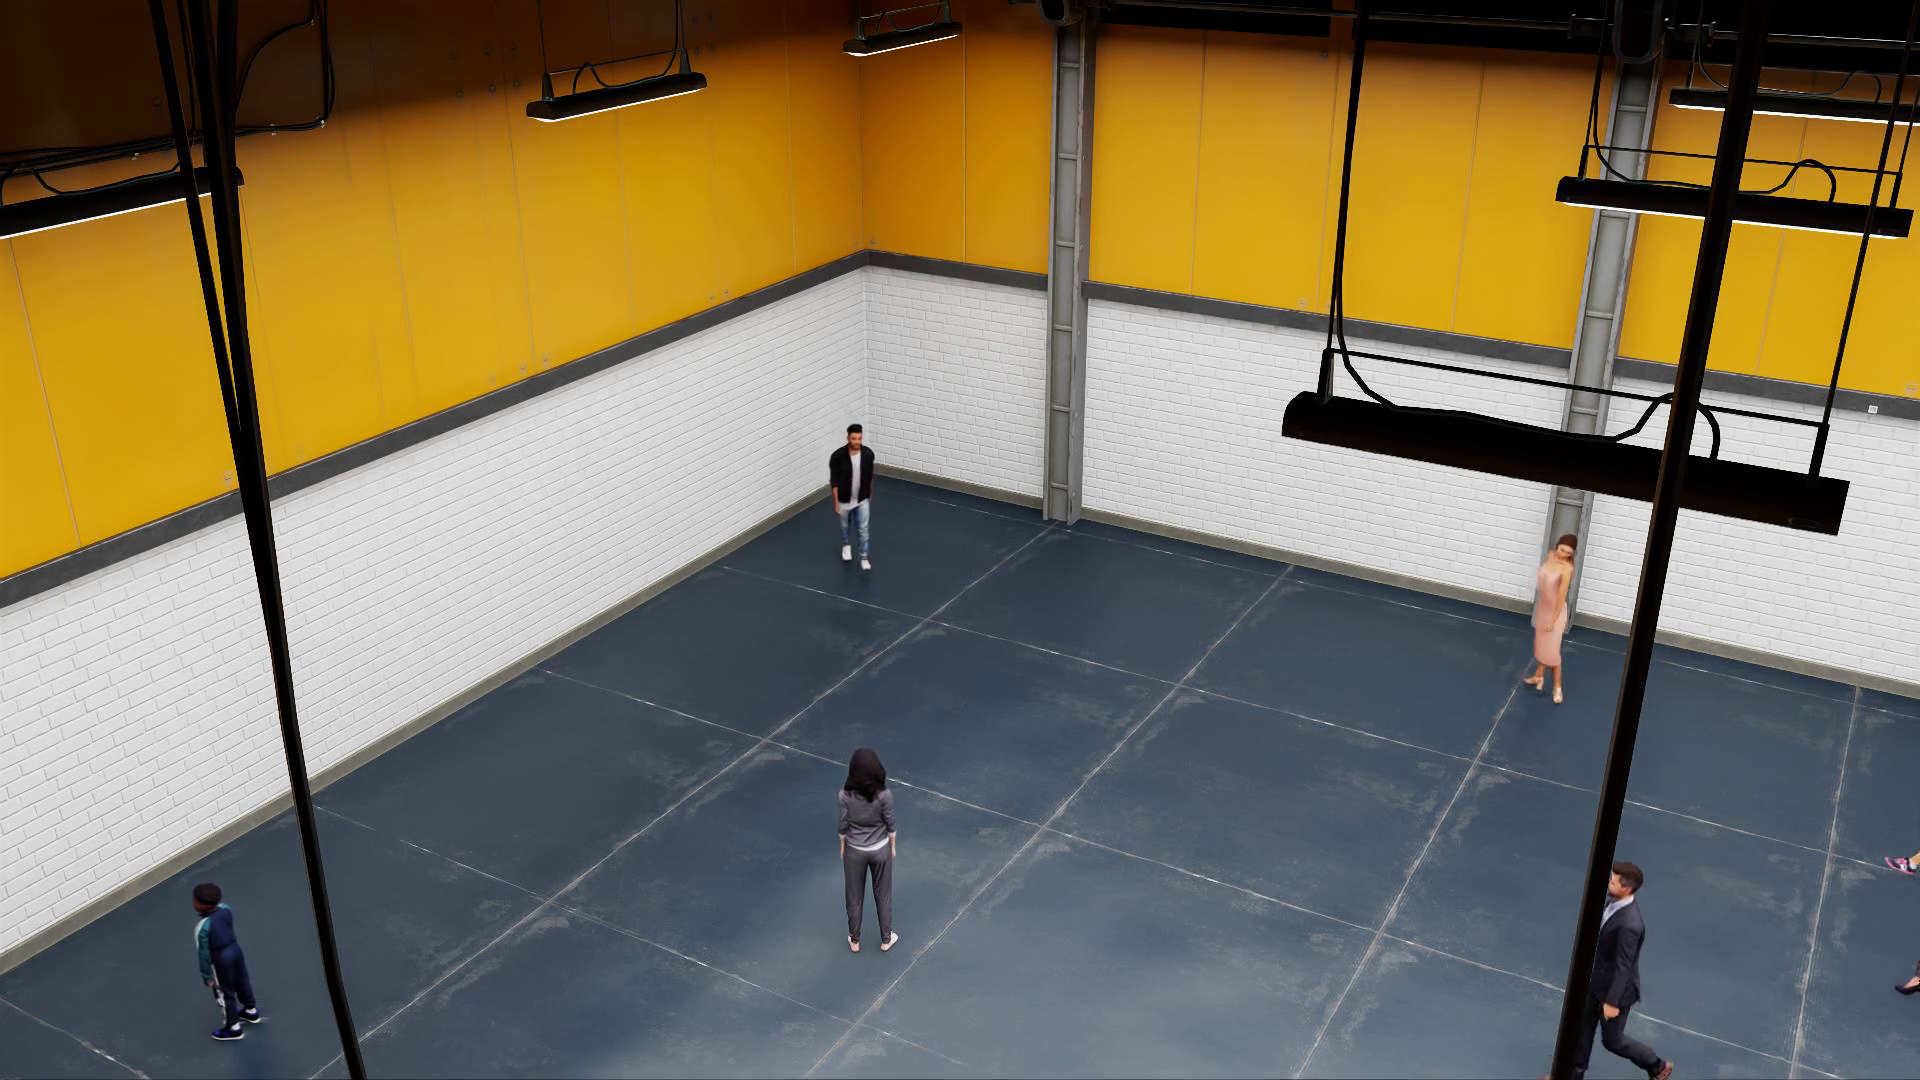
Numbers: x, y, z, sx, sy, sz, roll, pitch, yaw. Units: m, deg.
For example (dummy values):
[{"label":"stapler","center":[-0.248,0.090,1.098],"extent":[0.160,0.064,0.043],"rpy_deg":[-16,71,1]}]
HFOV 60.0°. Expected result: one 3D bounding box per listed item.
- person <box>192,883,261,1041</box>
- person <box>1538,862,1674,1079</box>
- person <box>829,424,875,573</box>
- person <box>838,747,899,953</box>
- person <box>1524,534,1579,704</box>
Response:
[{"label":"person","center":[-5.277,2.994,11.908],"extent":[0.544,1.253,0.555],"rpy_deg":[6,24,14]},{"label":"person","center":[4.459,2.992,11.169],"extent":[1.171,1.848,0.937],"rpy_deg":[2,24,5]},{"label":"person","center":[-1.282,-0.547,19.376],"extent":[1.166,1.758,1.197],"rpy_deg":[-4,24,-9]},{"label":"person","center":[-0.705,2.371,12.695],"extent":[0.613,1.763,0.729],"rpy_deg":[0,24,0]},{"label":"person","center":[5.857,0.696,16.475],"extent":[0.793,1.804,0.777],"rpy_deg":[3,24,8]}]
